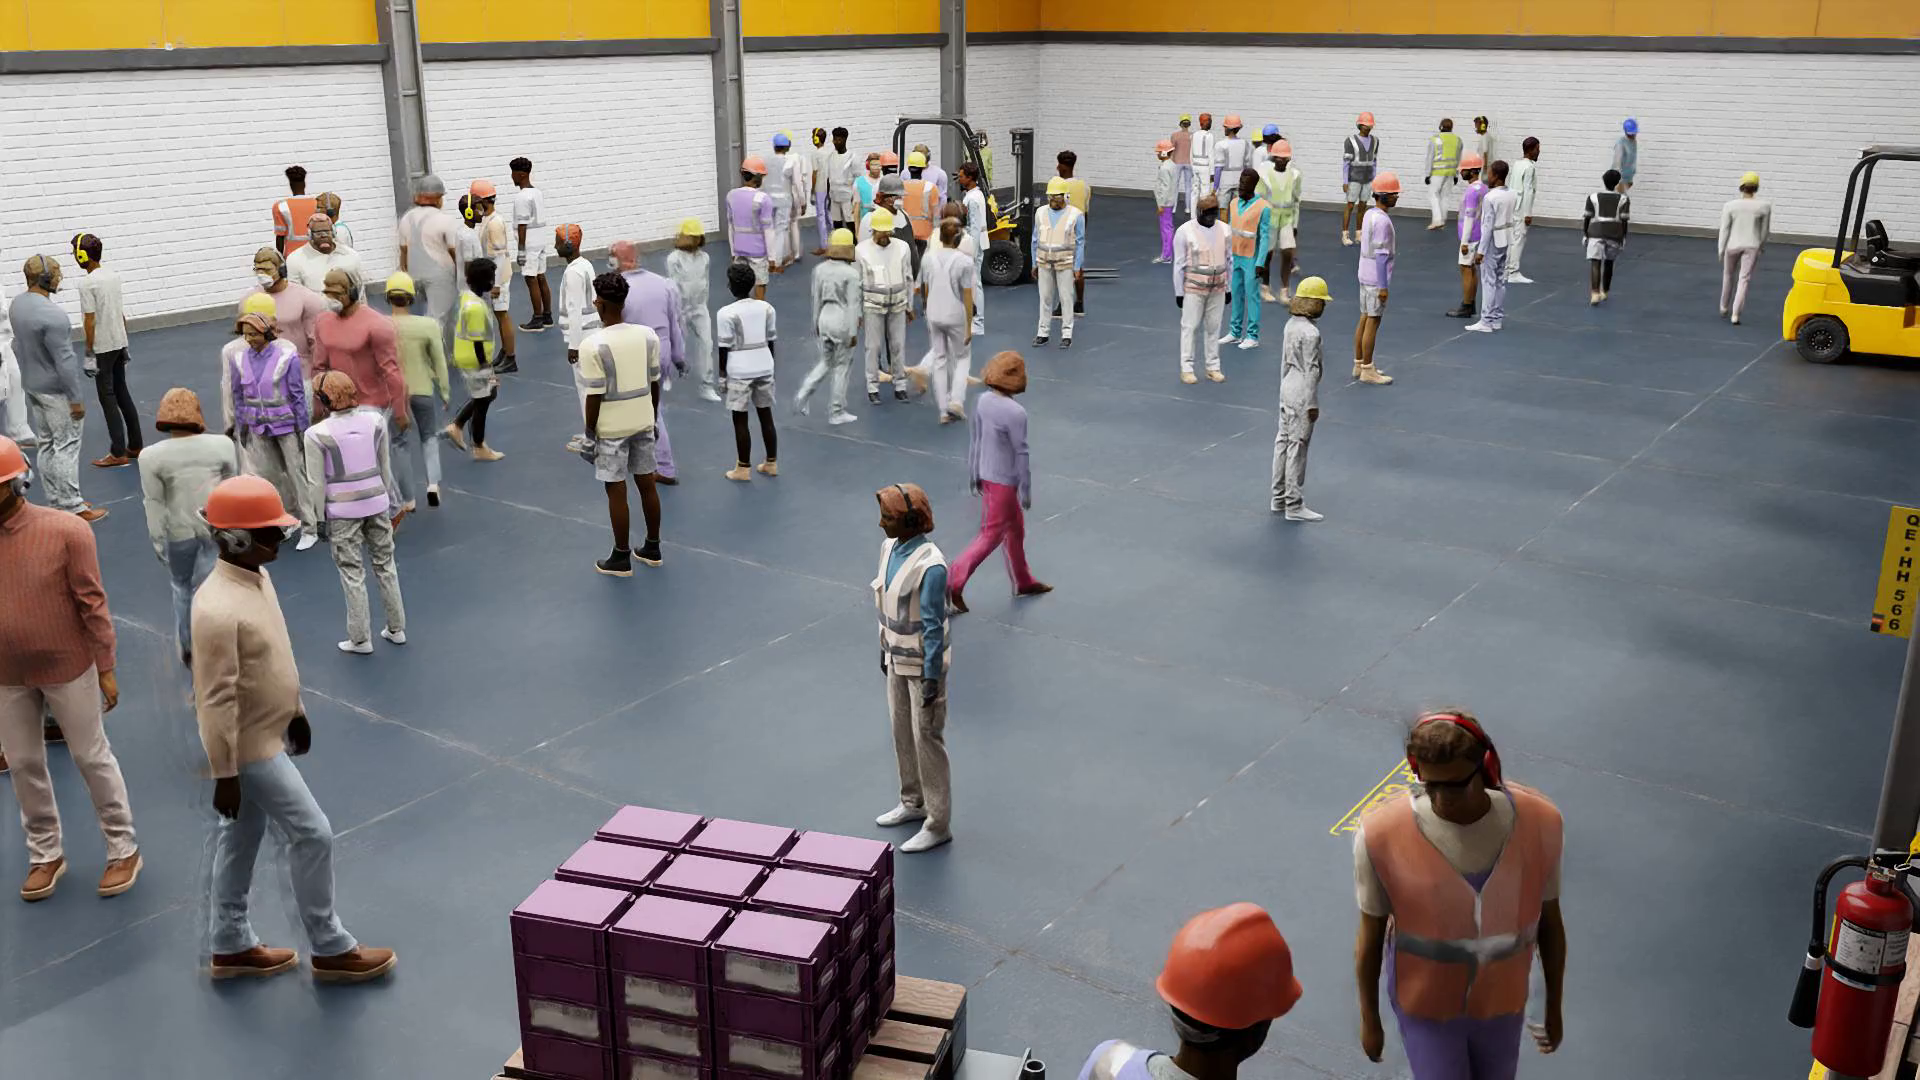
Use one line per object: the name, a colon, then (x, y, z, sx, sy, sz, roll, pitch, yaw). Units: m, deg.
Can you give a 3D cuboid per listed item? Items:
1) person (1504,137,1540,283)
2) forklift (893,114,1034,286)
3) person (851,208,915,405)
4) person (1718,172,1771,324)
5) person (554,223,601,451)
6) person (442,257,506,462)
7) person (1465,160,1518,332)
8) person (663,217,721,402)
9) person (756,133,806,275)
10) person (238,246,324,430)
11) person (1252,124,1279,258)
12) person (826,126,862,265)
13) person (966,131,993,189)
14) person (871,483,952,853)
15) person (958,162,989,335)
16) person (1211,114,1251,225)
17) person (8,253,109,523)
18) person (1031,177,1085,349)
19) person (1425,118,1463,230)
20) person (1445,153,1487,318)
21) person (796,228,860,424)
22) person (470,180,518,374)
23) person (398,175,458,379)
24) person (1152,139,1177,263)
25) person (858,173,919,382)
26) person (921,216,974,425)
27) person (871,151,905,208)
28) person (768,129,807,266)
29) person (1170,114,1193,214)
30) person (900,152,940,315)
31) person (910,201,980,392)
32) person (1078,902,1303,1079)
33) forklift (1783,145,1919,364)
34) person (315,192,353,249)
person: (7.512, -4.417, 22.272, 0.375, 1.917, 0.598, 0, 18, 1)
forklift: (-0.171, -4.594, 22.377, 2.313, 2.155, 1.214, 1, 18, 3)
person: (-0.707, -2.157, 15.364, 0.606, 1.818, 0.403, -7, 19, -20)
person: (9.180, -3.436, 19.532, 0.525, 1.715, 0.953, 8, 19, 24)
person: (-3.132, -1.670, 13.753, 0.344, 1.878, 0.572, -2, 18, -6)
person: (-3.889, -1.429, 13.322, 0.507, 1.668, 0.569, -5, 18, -15)
person: (6.057, -3.325, 18.850, 0.392, 1.922, 0.591, 16, 24, 41)
person: (-2.574, -2.187, 15.631, 0.482, 1.710, 0.802, -14, 22, -37)
person: (-2.487, -4.669, 23.088, 0.632, 1.890, 1.001, 7, 19, 20)
person: (-4.881, -1.166, 12.092, 0.629, 1.933, 0.361, 2, 18, 5)
person: (4.486, -5.118, 24.436, 0.415, 1.939, 0.605, -5, 18, -15)
person: (-1.663, -4.849, 23.544, 0.608, 1.965, 0.365, 13, 22, 34)
person: (0.320, -5.913, 27.428, 0.503, 1.630, 0.274, -9, 20, -25)
person: (-0.202, 0.538, 7.238, 0.315, 1.631, 0.524, -9, 20, -27)
person: (0.146, -3.268, 18.676, 0.375, 1.917, 0.599, 0, 18, 0)
person: (4.047, -5.338, 24.943, 0.614, 2.046, 0.366, -7, 19, -22)
person: (-6.385, -1.049, 11.723, 0.636, 1.931, 0.377, 13, 22, 35)
person: (1.035, -2.981, 17.918, 0.590, 1.833, 0.404, 7, 19, 22)
person: (8.040, -6.069, 27.618, 0.630, 1.812, 0.569, -5, 18, -16)
person: (6.013, -3.603, 19.712, 0.388, 1.929, 0.547, 9, 20, 27)
person: (-1.117, -1.857, 14.587, 0.512, 1.715, 0.589, 15, 23, 38)
person: (-4.686, -2.636, 16.686, 0.374, 1.928, 0.543, -6, 19, -19)
person: (-5.228, -2.668, 16.600, 0.686, 2.000, 1.051, 10, 20, 28)
person: (2.938, -4.883, 23.994, 0.341, 1.750, 0.565, 5, 18, 16)
person: (-0.663, -2.584, 16.339, 0.536, 2.000, 0.686, 11, 21, 32)
person: (-0.089, -1.916, 14.606, 0.499, 1.824, 0.439, 6, 19, 19)
person: (-0.830, -3.686, 19.971, 0.545, 1.930, 0.388, -10, 20, -28)
person: (-2.501, -4.885, 23.748, 0.609, 1.913, 0.477, -9, 20, -27)
person: (3.995, -6.726, 29.766, 0.531, 1.754, 0.342, -2, 18, -6)
person: (-0.525, -3.646, 19.842, 0.586, 1.928, 0.380, 4, 18, 12)
person: (-0.143, -2.302, 15.822, 0.811, 1.817, 0.622, -11, 21, -32)
person: (0.478, 1.617, 3.386, 0.547, 1.929, 0.392, 17, 24, 42)
forklift: (9.803, -2.879, 17.013, 2.313, 2.155, 1.214, 12, 21, 33)
person: (-6.091, -2.480, 16.330, 0.331, 1.844, 0.520, -10, 20, -27)
